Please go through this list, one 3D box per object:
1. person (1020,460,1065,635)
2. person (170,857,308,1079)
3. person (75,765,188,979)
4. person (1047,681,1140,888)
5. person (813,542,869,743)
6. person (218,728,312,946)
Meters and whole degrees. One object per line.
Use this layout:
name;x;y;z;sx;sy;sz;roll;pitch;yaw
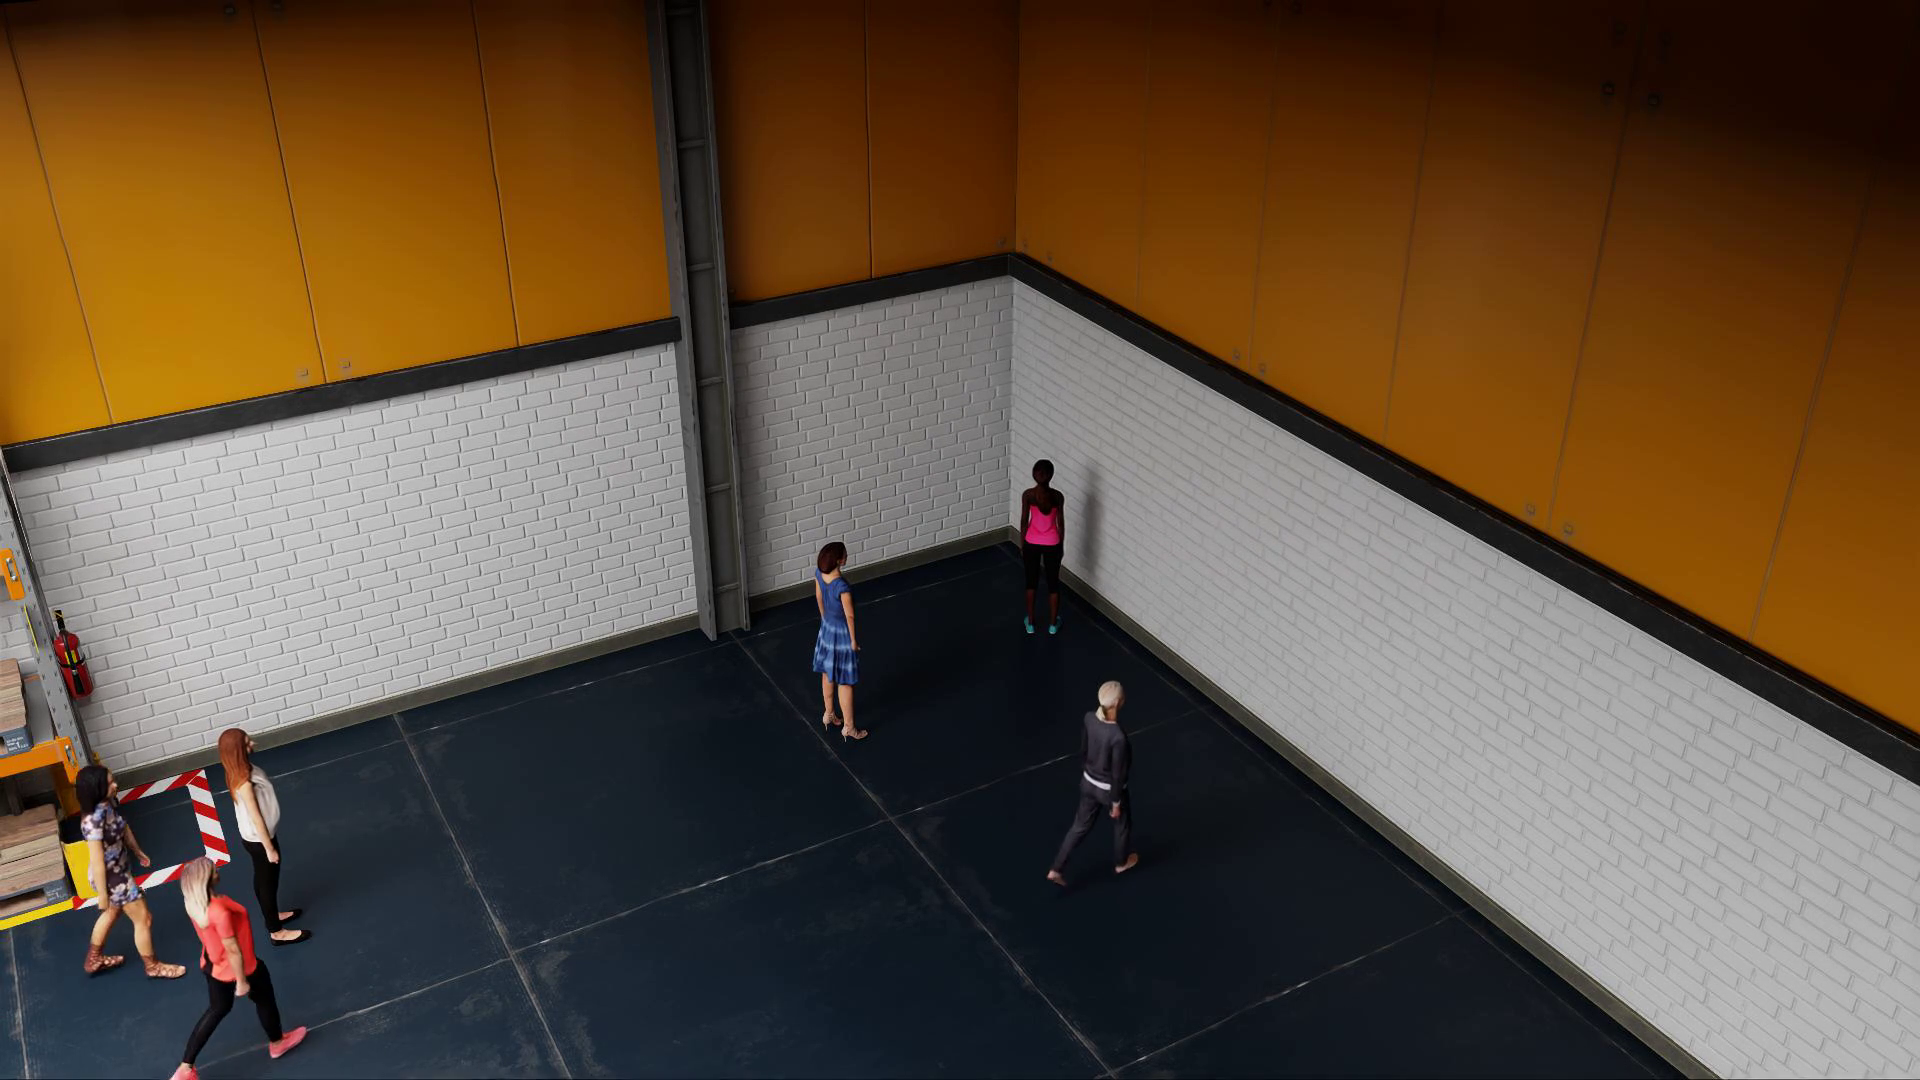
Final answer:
person;0.737;0.060;14.965;0.648;1.722;0.720;4;29;7
person;-4.574;2.681;10.218;0.896;1.667;1.166;19;34;31
person;-5.659;2.218;11.019;0.939;1.712;0.746;-9;30;-15
person;0.960;1.770;11.852;1.087;1.701;0.755;-22;36;-35
person;-0.978;0.813;13.496;0.627;1.806;0.706;-22;36;-35
person;-4.805;2.017;11.378;0.487;1.721;0.572;-16;32;-26
